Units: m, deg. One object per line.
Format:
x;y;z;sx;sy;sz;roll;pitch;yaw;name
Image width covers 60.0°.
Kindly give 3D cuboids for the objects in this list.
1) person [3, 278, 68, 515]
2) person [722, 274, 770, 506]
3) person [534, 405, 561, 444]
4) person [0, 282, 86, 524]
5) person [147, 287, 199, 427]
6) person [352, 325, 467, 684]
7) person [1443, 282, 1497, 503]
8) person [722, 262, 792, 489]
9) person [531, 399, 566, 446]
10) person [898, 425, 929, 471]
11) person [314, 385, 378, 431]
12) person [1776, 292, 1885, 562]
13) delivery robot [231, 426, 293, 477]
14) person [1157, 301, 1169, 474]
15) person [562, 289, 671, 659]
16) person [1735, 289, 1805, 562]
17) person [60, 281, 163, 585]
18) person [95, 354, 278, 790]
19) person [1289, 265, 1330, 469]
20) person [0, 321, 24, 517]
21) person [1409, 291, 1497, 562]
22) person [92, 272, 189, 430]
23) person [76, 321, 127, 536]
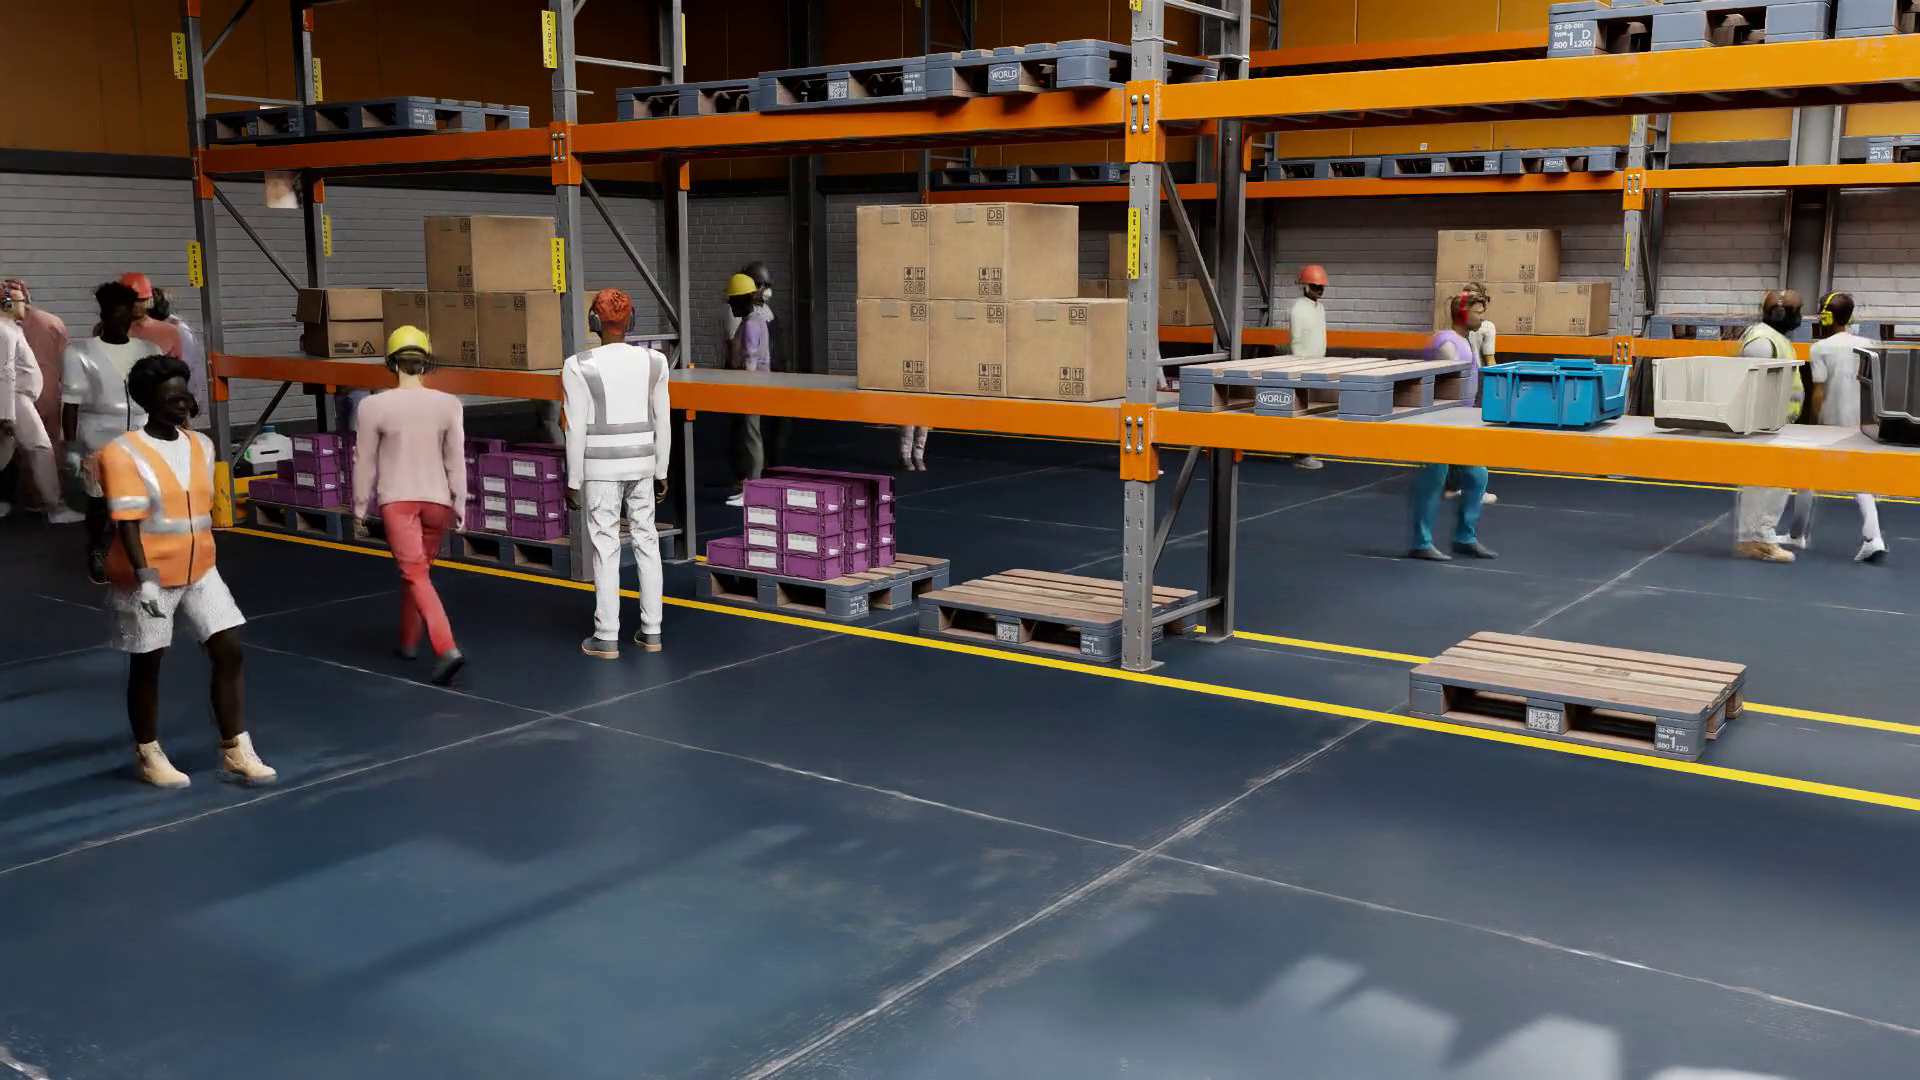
-7.543;-1.161;13.419;0.662;1.875;0.796;-7;12;-35;person
-1.760;-1.233;13.762;0.395;1.916;0.593;-1;10;-5;person
-3.934;-1.644;16.347;0.952;1.878;0.567;0;10;-1;person
-7.243;-1.015;12.611;0.951;1.871;0.655;-7;12;-37;person
-6.596;-1.229;14.044;0.649;1.821;0.769;7;12;37;person
-2.646;-0.183;8.113;0.536;1.724;0.920;-8;13;-40;person
4.281;-1.226;13.922;0.345;1.847;0.507;-6;11;-33;person
-1.733;-1.443;14.633;0.671;2.000;0.687;5;11;29;person
-3.503;-1.419;14.899;0.745;1.914;0.634;-6;11;-30;person
-0.370;-1.613;15.908;0.635;1.945;0.637;-3;10;-18;person
-5.377;-1.275;14.571;0.527;1.718;0.531;2;10;14;person
6.007;-0.777;11.346;0.525;1.824;0.993;-1;10;-9;person
-6.125;-0.773;14.779;0.477;0.478;0.707;6;11;33;delivery robot
1.772;-1.485;15.784;0.323;1.743;0.495;-3;10;-18;person
-1.748;-0.335;8.506;0.575;1.883;0.355;-7;12;-36;person
5.521;-0.765;11.210;0.572;1.829;0.661;6;12;34;person
-5.167;-0.621;10.155;0.627;1.911;1.043;-9;13;-44;person
-2.914;0.146;6.260;0.684;1.670;0.540;5;11;26;person
3.400;-1.671;16.162;0.435;1.980;0.659;8;12;38;person
-7.680;-1.118;13.144;0.633;1.889;0.448;0;10;-2;person
3.355;-0.741;11.118;0.688;1.821;0.594;6;11;32;person
-5.989;-0.977;12.152;0.642;1.950;1.024;-5;11;-30;person
-6.070;-0.776;11.984;0.852;1.599;0.516;6;11;31;person
